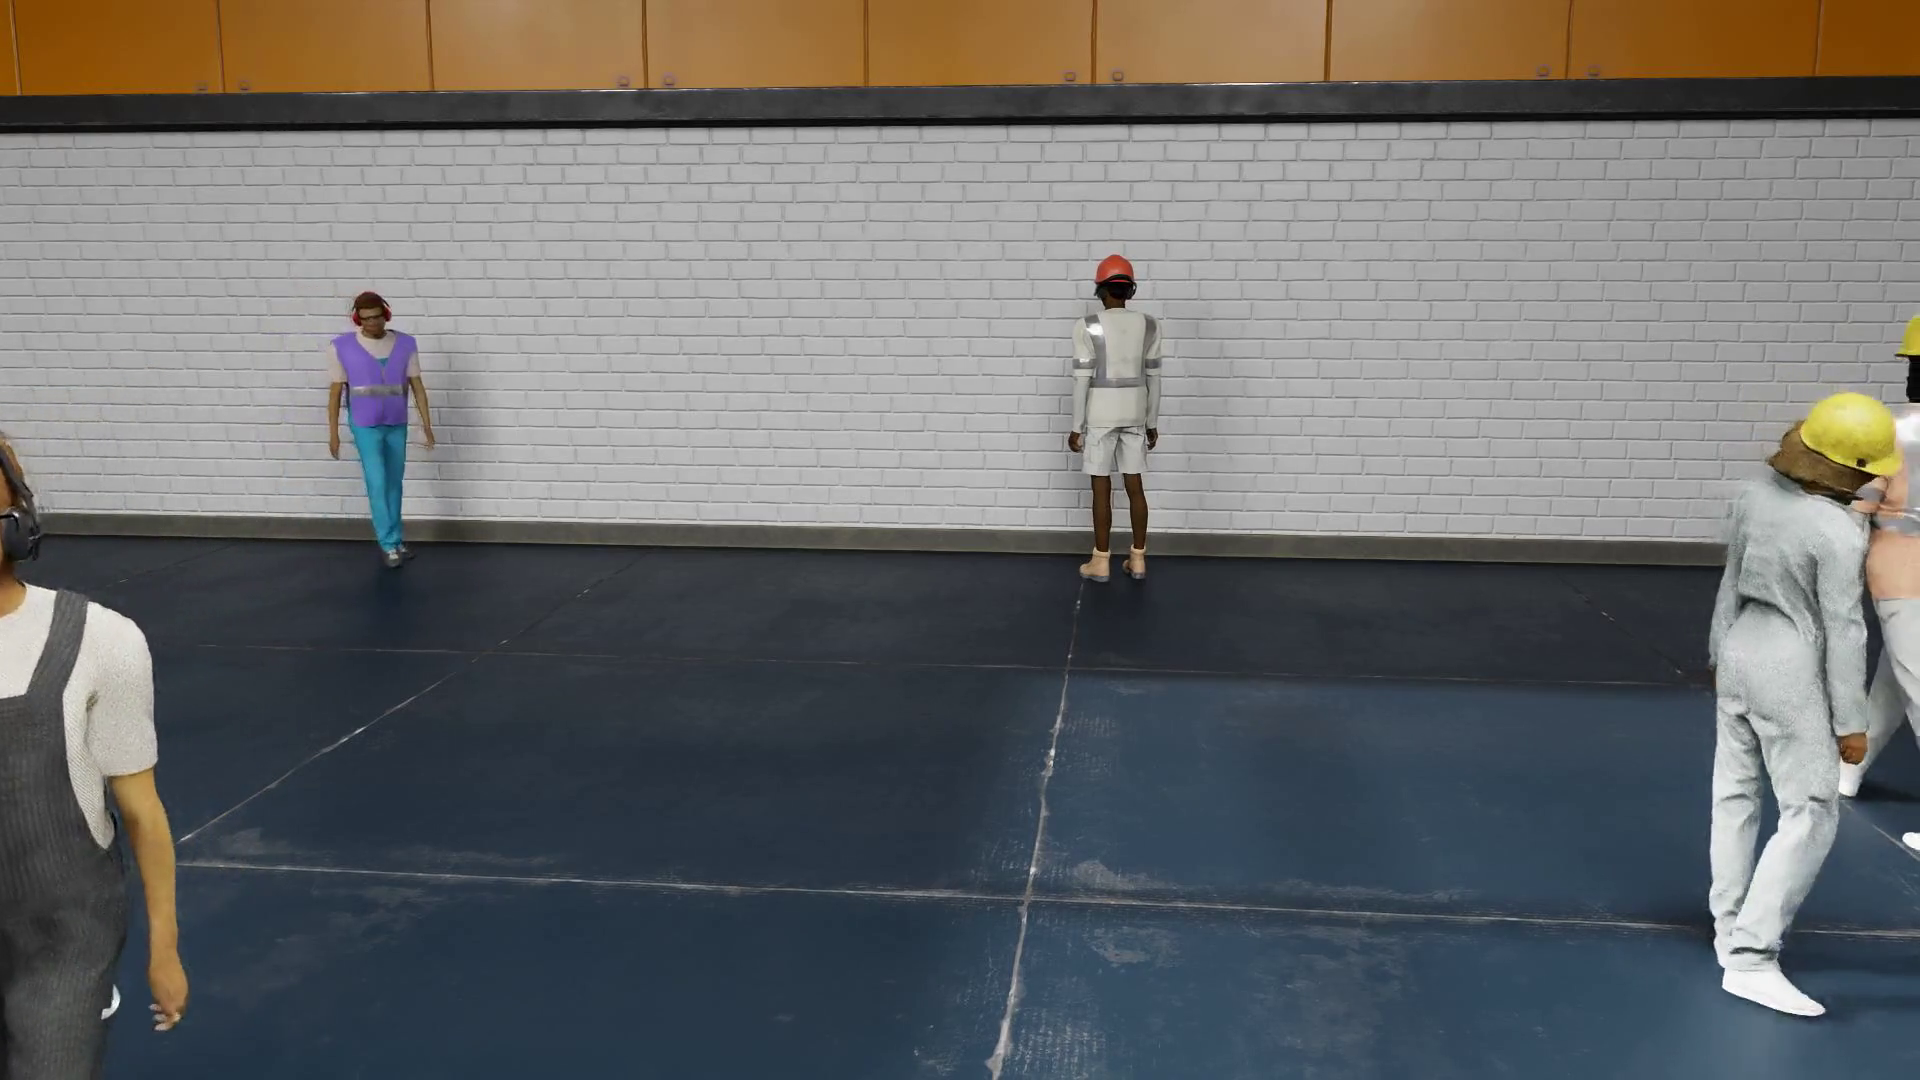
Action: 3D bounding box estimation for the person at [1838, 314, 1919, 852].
[{"bbox_3d":[3.356,0.124,5.880,0.589,1.875,0.993,-3,10,-15],"label":"person"}]

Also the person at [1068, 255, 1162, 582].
[{"bbox_3d":[0.959,-0.761,10.461,0.615,2.040,0.391,-4,11,-20],"label":"person"}]

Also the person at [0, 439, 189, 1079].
[{"bbox_3d":[-1.616,0.683,2.881,0.510,1.815,0.930,-1,10,-7],"label":"person"}]

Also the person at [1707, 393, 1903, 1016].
[{"bbox_3d":[2.290,0.436,4.616,0.363,1.699,0.607,-2,10,-13],"label":"person"}]

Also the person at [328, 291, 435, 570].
[{"bbox_3d":[-3.777,-0.716,10.894,0.642,1.800,0.740,-9,13,-40],"label":"person"}]
